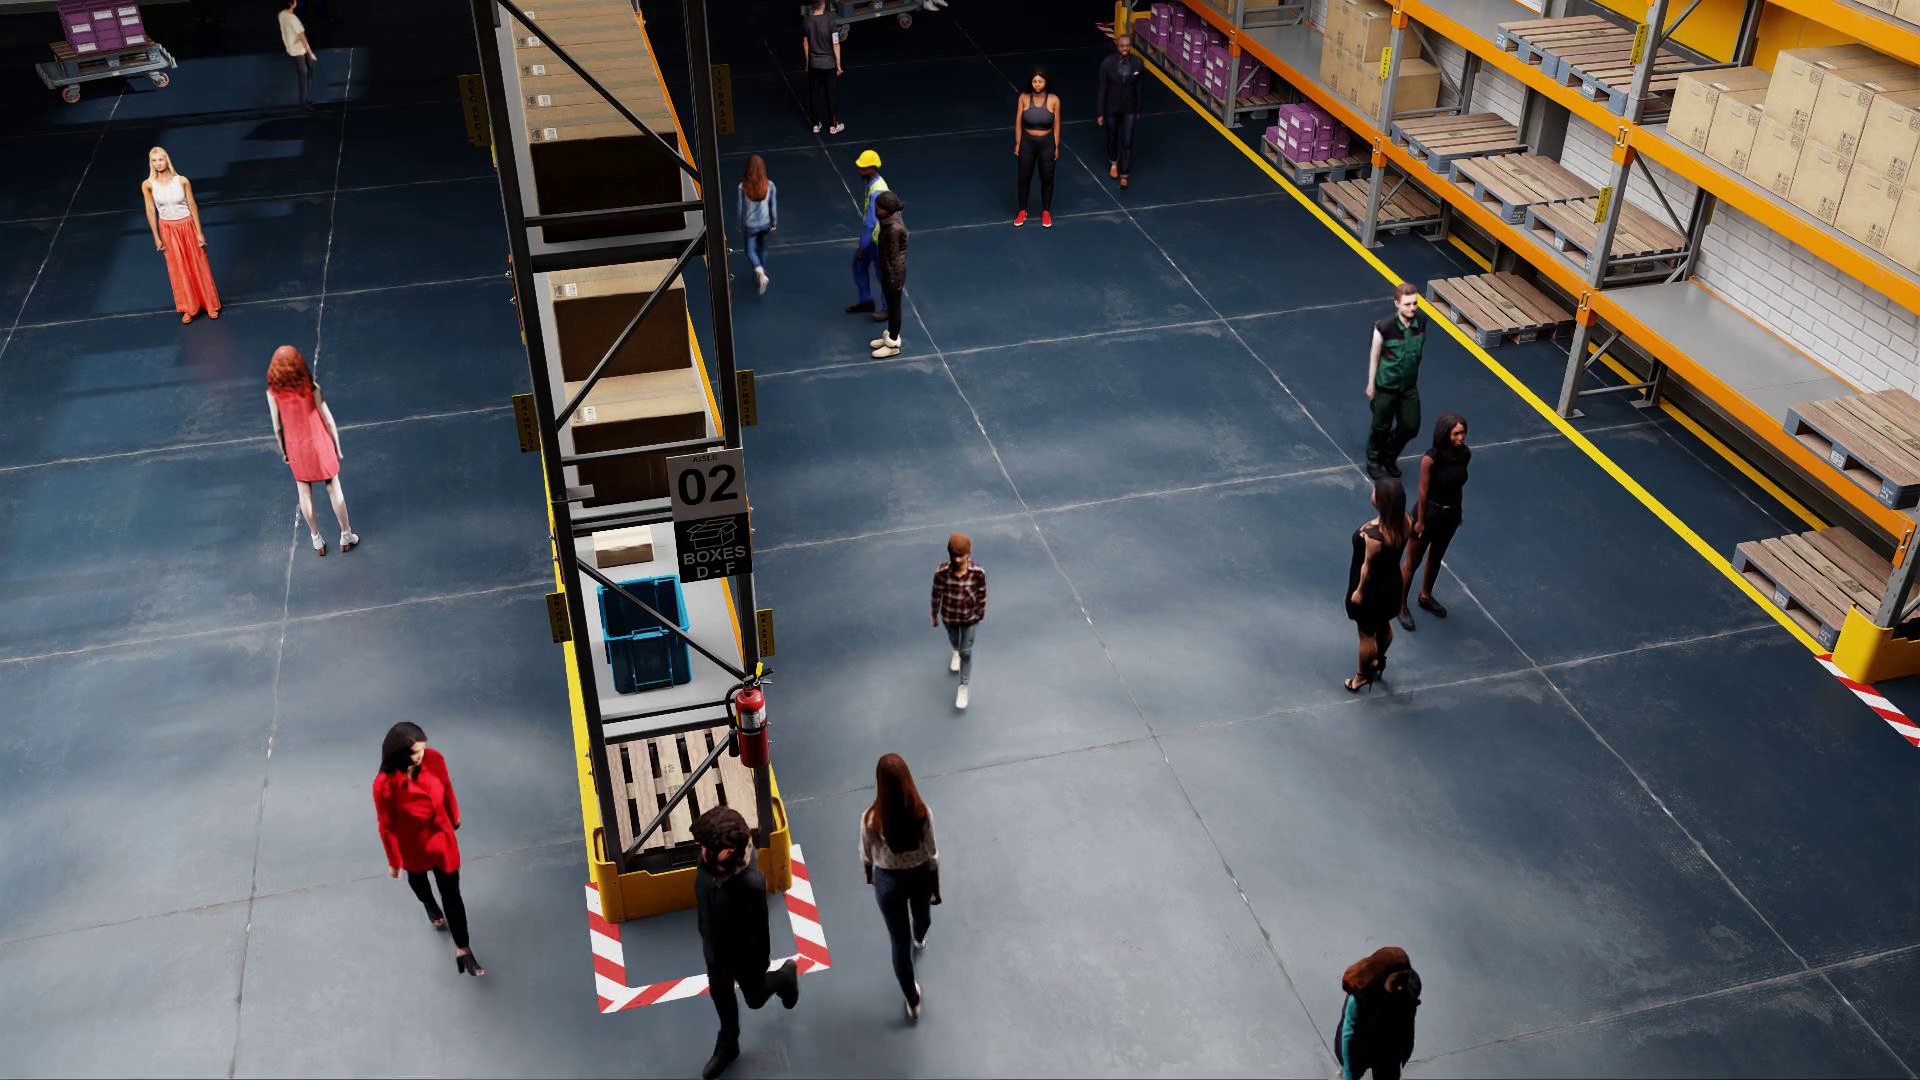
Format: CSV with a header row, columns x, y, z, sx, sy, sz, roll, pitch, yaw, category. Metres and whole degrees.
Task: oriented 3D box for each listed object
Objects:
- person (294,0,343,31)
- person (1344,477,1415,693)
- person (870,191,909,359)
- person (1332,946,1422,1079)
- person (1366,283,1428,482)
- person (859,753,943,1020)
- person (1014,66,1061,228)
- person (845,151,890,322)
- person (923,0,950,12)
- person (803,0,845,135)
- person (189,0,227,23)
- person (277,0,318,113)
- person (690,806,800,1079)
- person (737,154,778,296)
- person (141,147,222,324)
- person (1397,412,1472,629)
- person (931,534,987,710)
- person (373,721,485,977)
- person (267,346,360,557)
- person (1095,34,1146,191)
x,y,z,sx,sy,sz,roll,pitch,yaw,category
-9.874,-8.551,24.852,0.812,1.845,0.909,-8,35,-13,person
2.925,0.324,11.615,0.772,1.717,0.751,28,43,35,person
-0.636,-2.574,16.027,0.631,1.661,0.562,10,35,14,person
2.066,2.545,8.494,0.606,1.474,0.817,-4,34,-6,person
3.633,-1.359,14.045,0.669,1.831,0.653,-10,35,-14,person
-0.306,1.961,9.171,0.682,1.697,1.023,-3,34,-5,person
0.870,-4.432,18.682,0.748,1.816,0.739,4,34,5,person
-0.738,-3.009,16.562,0.715,1.793,0.685,-8,35,-12,person
-0.410,-9.108,25.743,0.919,1.786,0.857,10,35,14,person
-1.761,-6.058,21.176,0.724,1.764,0.725,9,35,13,person
-11.694,-8.845,25.277,0.779,1.866,0.823,15,36,21,person
-8.758,-6.384,21.834,0.738,1.577,0.630,-25,41,-33,person
-1.157,2.100,8.906,1.019,1.759,1.071,19,38,26,person
-2.094,-3.243,17.212,0.621,1.463,0.847,-12,35,-17,person
-7.805,-3.060,16.629,0.657,1.803,0.622,-14,36,-20,person
3.523,-0.164,12.330,0.647,1.740,0.600,-17,37,-24,person
0.001,0.474,11.793,0.744,1.271,0.976,4,34,6,person
-3.135,1.691,9.577,0.948,1.697,1.135,-26,42,-33,person
-5.098,-0.695,13.049,0.596,1.828,0.512,-6,34,-10,person
1.892,-5.099,19.725,0.970,1.771,1.263,2,34,4,person
